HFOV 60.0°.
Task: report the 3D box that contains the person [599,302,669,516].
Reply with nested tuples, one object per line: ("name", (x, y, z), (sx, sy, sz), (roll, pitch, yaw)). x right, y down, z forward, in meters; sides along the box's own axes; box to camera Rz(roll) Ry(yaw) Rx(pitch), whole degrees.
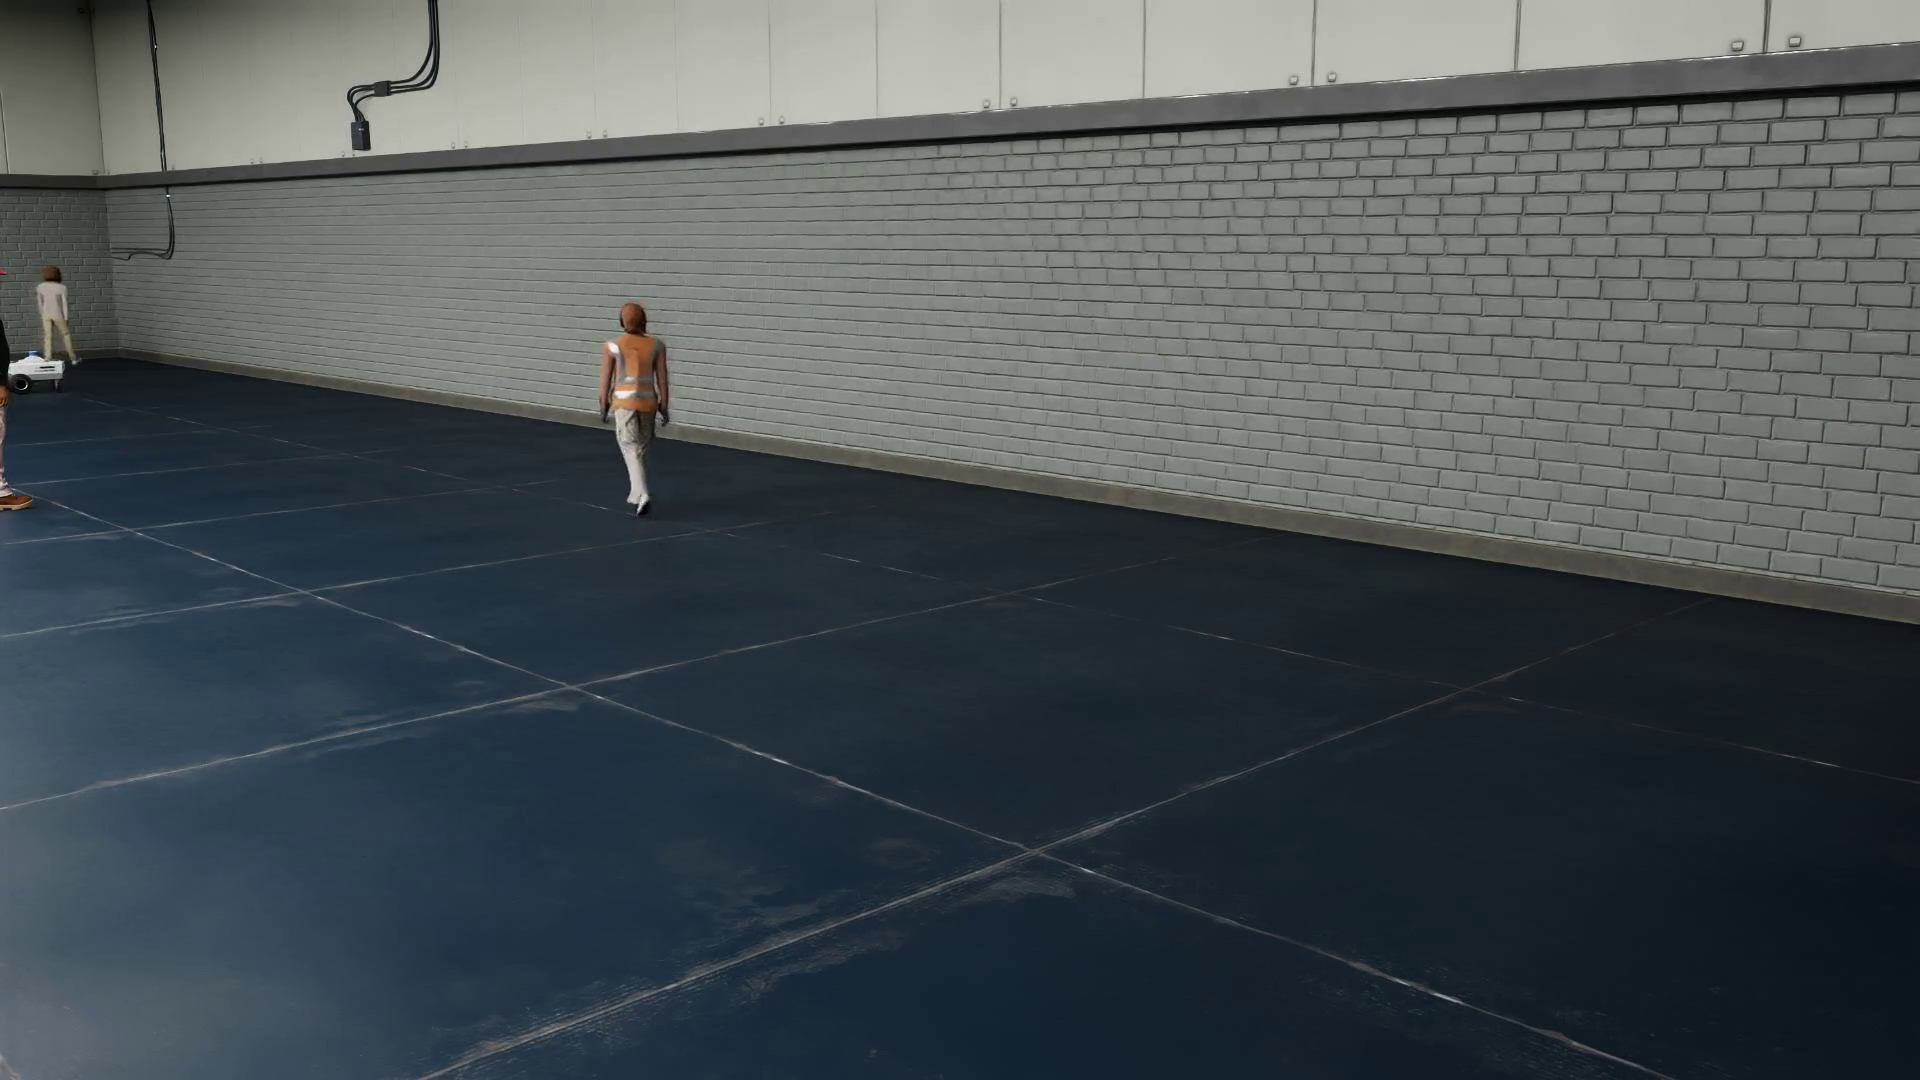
("person", (-2.482, -1.014, 12.737), (0.522, 1.604, 0.816), (-5, 12, -27))

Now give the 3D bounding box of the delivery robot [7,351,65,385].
("delivery robot", (-12.576, -2.321, 22.599), (0.707, 0.478, 0.477), (-9, 14, -41))

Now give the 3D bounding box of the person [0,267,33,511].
("person", (-7.538, -1.237, 12.905), (0.623, 1.990, 0.393), (9, 13, 39))

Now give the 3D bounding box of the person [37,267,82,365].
("person", (-14.503, -3.569, 26.708), (0.519, 1.595, 0.824), (-1, 10, -4))
